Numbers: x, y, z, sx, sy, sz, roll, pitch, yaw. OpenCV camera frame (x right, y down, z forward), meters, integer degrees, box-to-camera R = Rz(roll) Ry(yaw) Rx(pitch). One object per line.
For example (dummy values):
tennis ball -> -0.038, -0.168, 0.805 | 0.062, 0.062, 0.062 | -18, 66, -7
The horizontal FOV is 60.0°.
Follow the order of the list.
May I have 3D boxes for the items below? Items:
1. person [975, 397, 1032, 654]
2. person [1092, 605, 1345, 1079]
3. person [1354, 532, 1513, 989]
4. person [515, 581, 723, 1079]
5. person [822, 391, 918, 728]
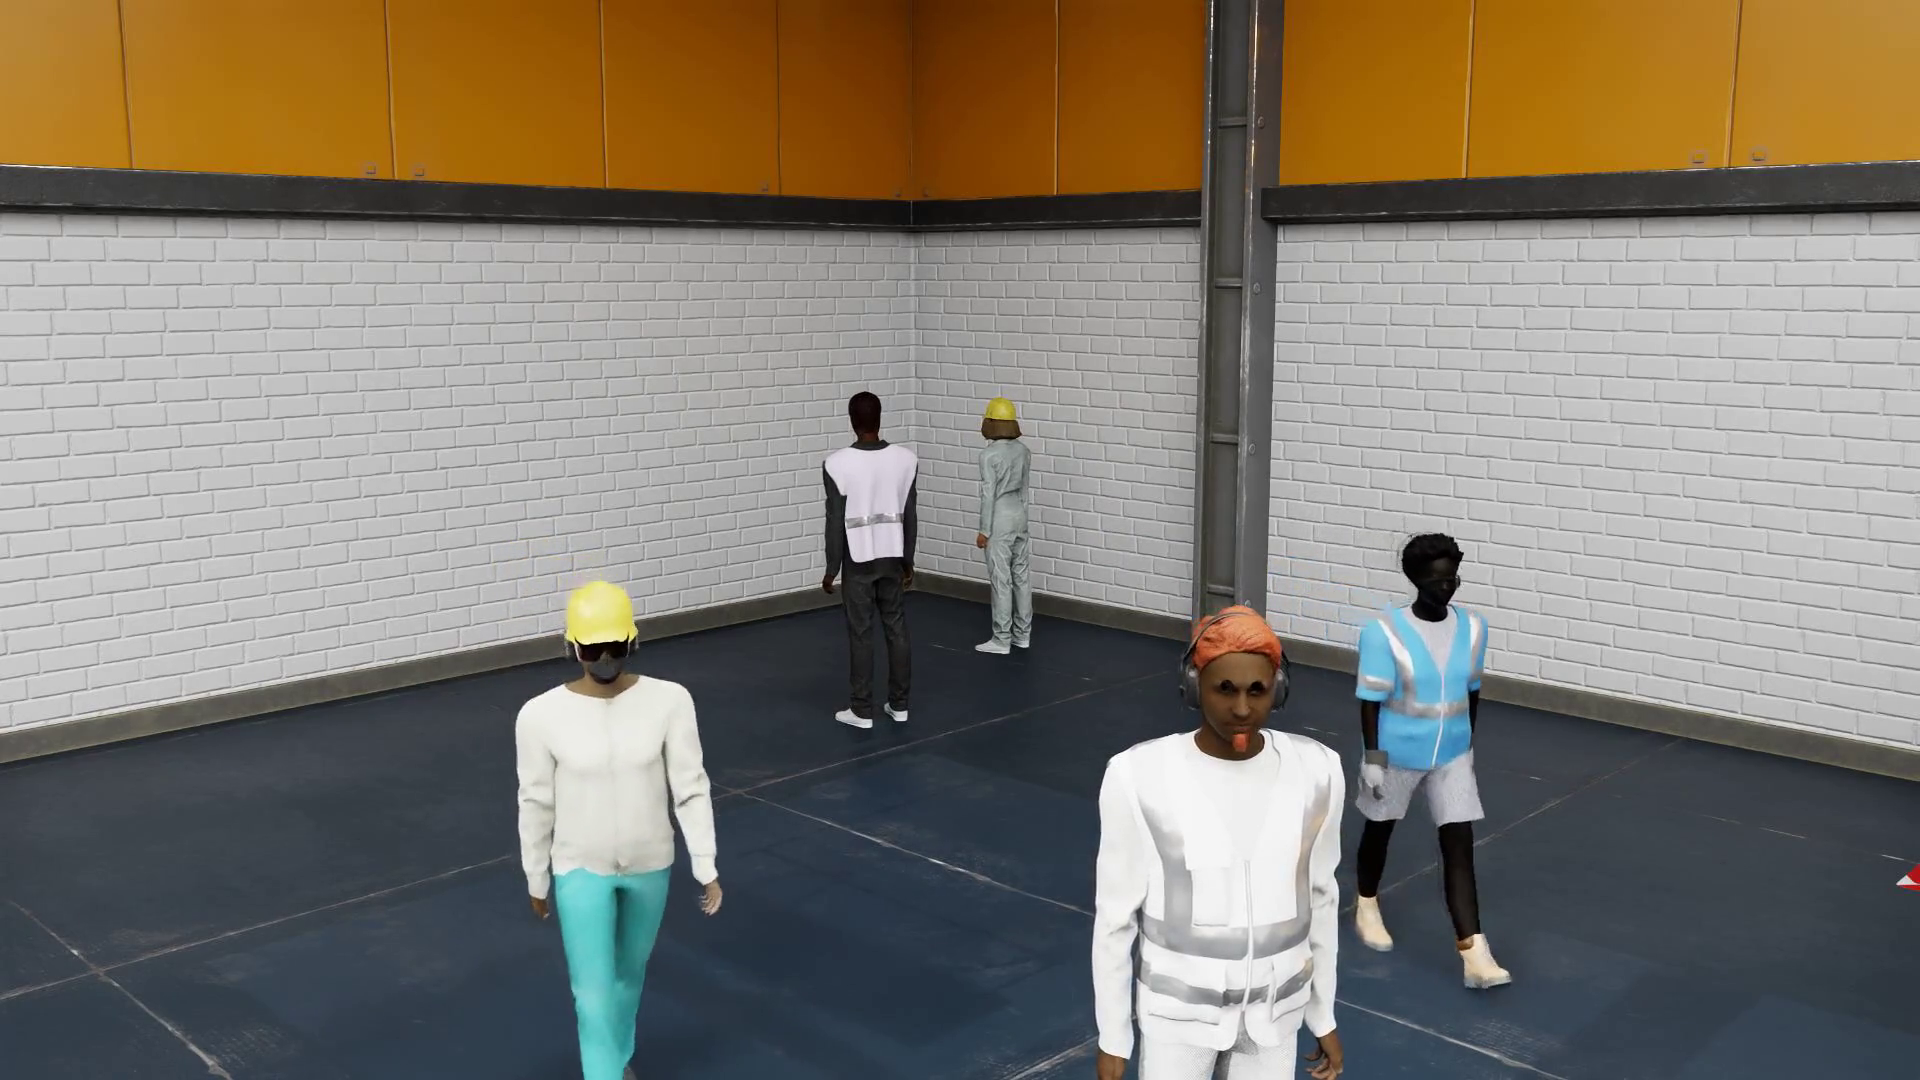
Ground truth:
person -> 0.284, -0.099, 11.325 | 0.311, 1.744, 0.486 | 8, 12, 42
person -> 0.579, 1.071, 3.721 | 0.583, 1.882, 0.338 | -2, 9, -12
person -> 1.709, 0.796, 6.102 | 0.550, 1.646, 0.858 | -2, 9, -11
person -> -0.999, 0.965, 4.869 | 0.535, 1.718, 0.890 | -4, 10, -24
person -> -0.505, 0.117, 9.476 | 0.590, 1.917, 0.397 | -5, 11, -30
